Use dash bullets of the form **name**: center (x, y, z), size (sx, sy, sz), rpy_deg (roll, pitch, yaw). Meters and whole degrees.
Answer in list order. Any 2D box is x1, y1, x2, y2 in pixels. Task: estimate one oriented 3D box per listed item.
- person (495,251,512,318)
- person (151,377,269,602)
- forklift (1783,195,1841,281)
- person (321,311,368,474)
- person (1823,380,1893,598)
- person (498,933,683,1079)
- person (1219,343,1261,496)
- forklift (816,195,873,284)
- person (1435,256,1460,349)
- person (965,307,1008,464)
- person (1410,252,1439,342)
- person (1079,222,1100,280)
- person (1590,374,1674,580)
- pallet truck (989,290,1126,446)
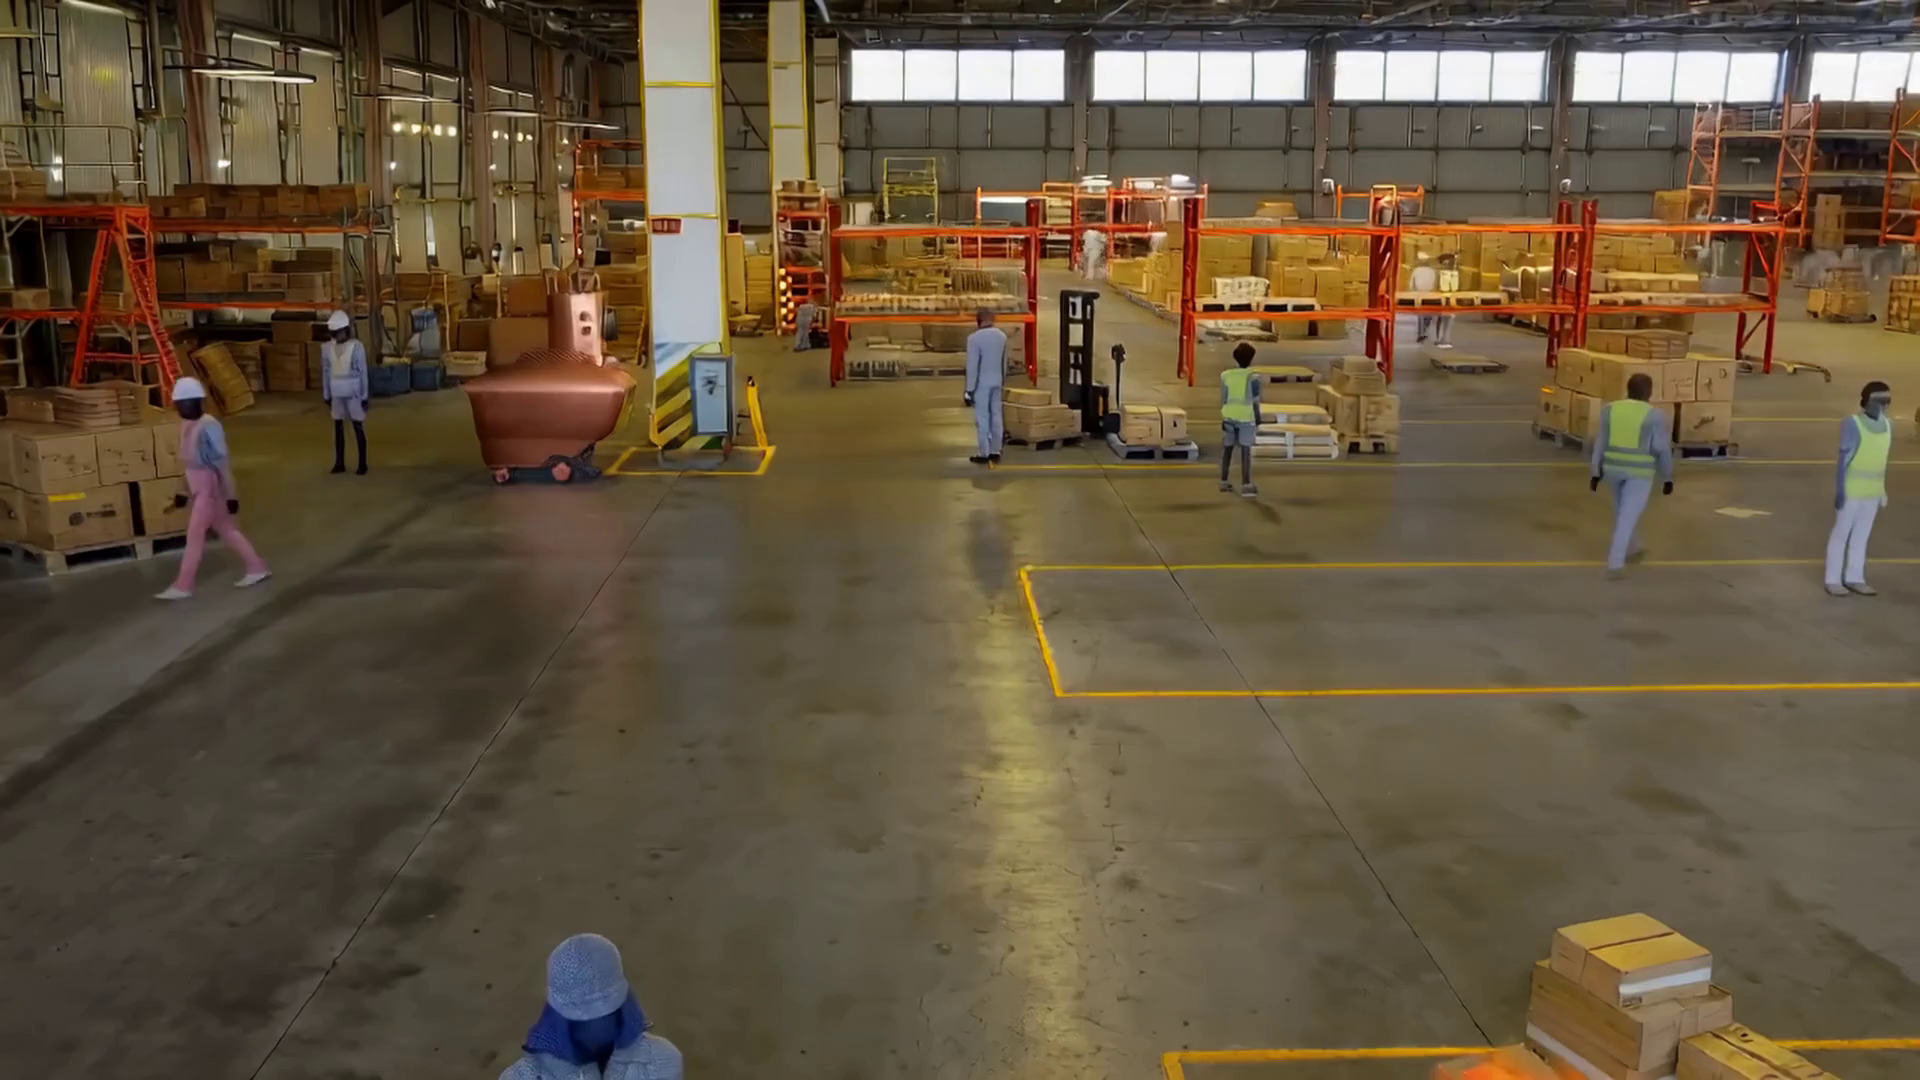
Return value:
- **person**: center (-11.245, -6.261, 40.841), size (0.313, 1.634, 0.515), rpy_deg (-10, 16, -39)
- **person**: center (-6.377, -0.451, 14.062), size (0.606, 1.871, 1.034), rpy_deg (12, 17, 44)
- **forklift**: center (27.744, -9.683, 53.440), size (1.873, 2.768, 1.129), rpy_deg (0, 12, -2)
- **person**: center (-7.304, -1.749, 19.762), size (0.543, 1.939, 0.360), rpy_deg (0, 12, 1)
- **person**: center (7.599, -0.431, 14.029), size (0.514, 1.842, 0.328), rpy_deg (-4, 13, -16)
- **person**: center (-0.906, 1.799, 4.187), size (0.487, 1.744, 0.312), rpy_deg (-6, 14, -26)
- **person**: center (3.121, -1.347, 18.522), size (0.321, 1.692, 0.534), rpy_deg (-12, 17, -43)
- **forklift**: center (-3.853, -9.485, 52.547), size (1.873, 2.768, 1.129), rpy_deg (-7, 14, -29)
- **person**: center (9.921, -4.819, 33.779), size (0.355, 1.876, 0.574), rpy_deg (-5, 13, -21)
- **person**: center (0.312, -1.893, 20.433), size (0.629, 1.931, 0.372), rpy_deg (-11, 17, -41)
- **person**: center (9.777, -5.097, 34.988), size (0.629, 1.888, 0.558), rpy_deg (6, 14, 25)
- **person**: center (4.296, -9.585, 55.246), size (0.707, 1.891, 0.746), rpy_deg (2, 13, 11)
- **person**: center (6.030, -0.584, 14.834), size (0.980, 1.787, 0.655), rpy_deg (-11, 16, -40)
- **pallet truck**: center (1.257, -2.299, 22.111), size (1.885, 1.965, 0.823), rpy_deg (-9, 15, -35)
